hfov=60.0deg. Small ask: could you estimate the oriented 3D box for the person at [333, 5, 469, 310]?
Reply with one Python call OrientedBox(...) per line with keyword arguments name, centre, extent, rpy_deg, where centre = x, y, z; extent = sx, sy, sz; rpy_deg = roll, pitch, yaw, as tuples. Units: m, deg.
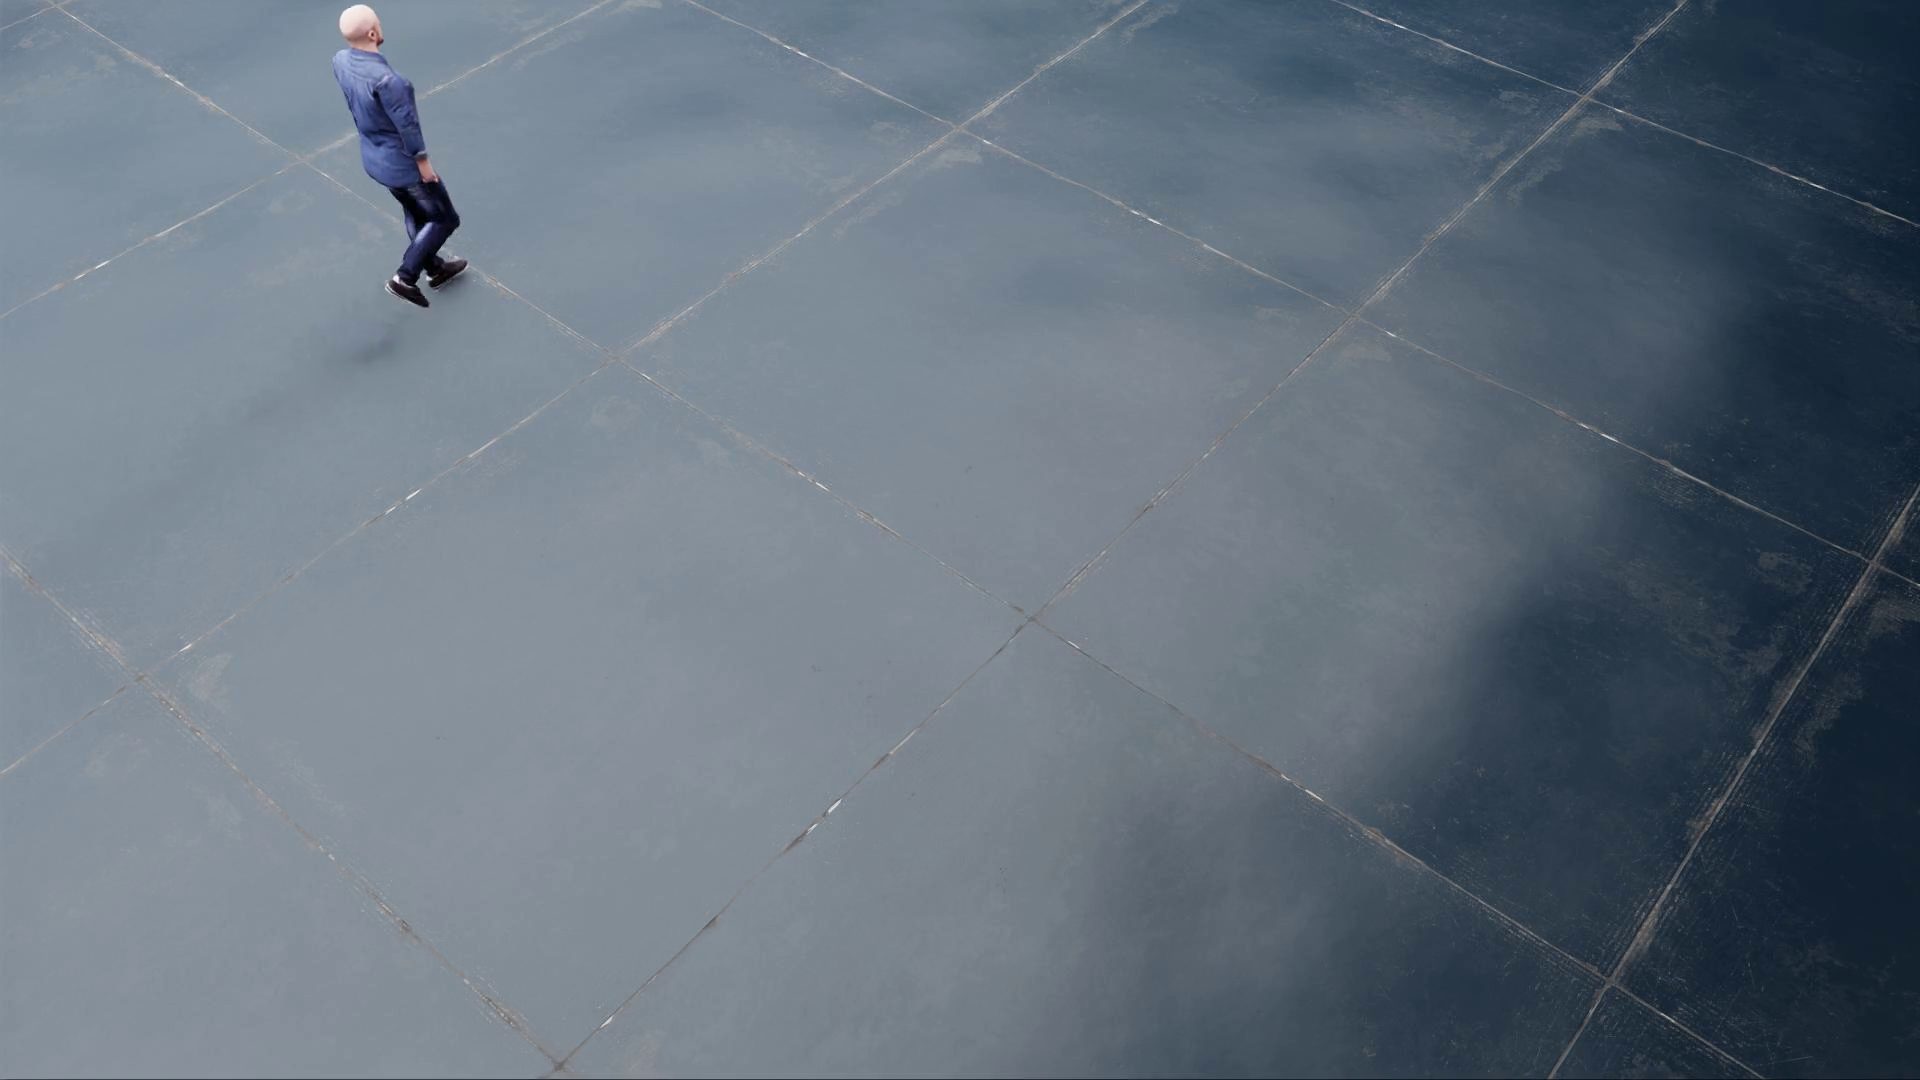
OrientedBox(name="person", centre=(-3.095, -2.033, 9.092), extent=(0.735, 1.813, 0.837), rpy_deg=(30, 54, 25))
